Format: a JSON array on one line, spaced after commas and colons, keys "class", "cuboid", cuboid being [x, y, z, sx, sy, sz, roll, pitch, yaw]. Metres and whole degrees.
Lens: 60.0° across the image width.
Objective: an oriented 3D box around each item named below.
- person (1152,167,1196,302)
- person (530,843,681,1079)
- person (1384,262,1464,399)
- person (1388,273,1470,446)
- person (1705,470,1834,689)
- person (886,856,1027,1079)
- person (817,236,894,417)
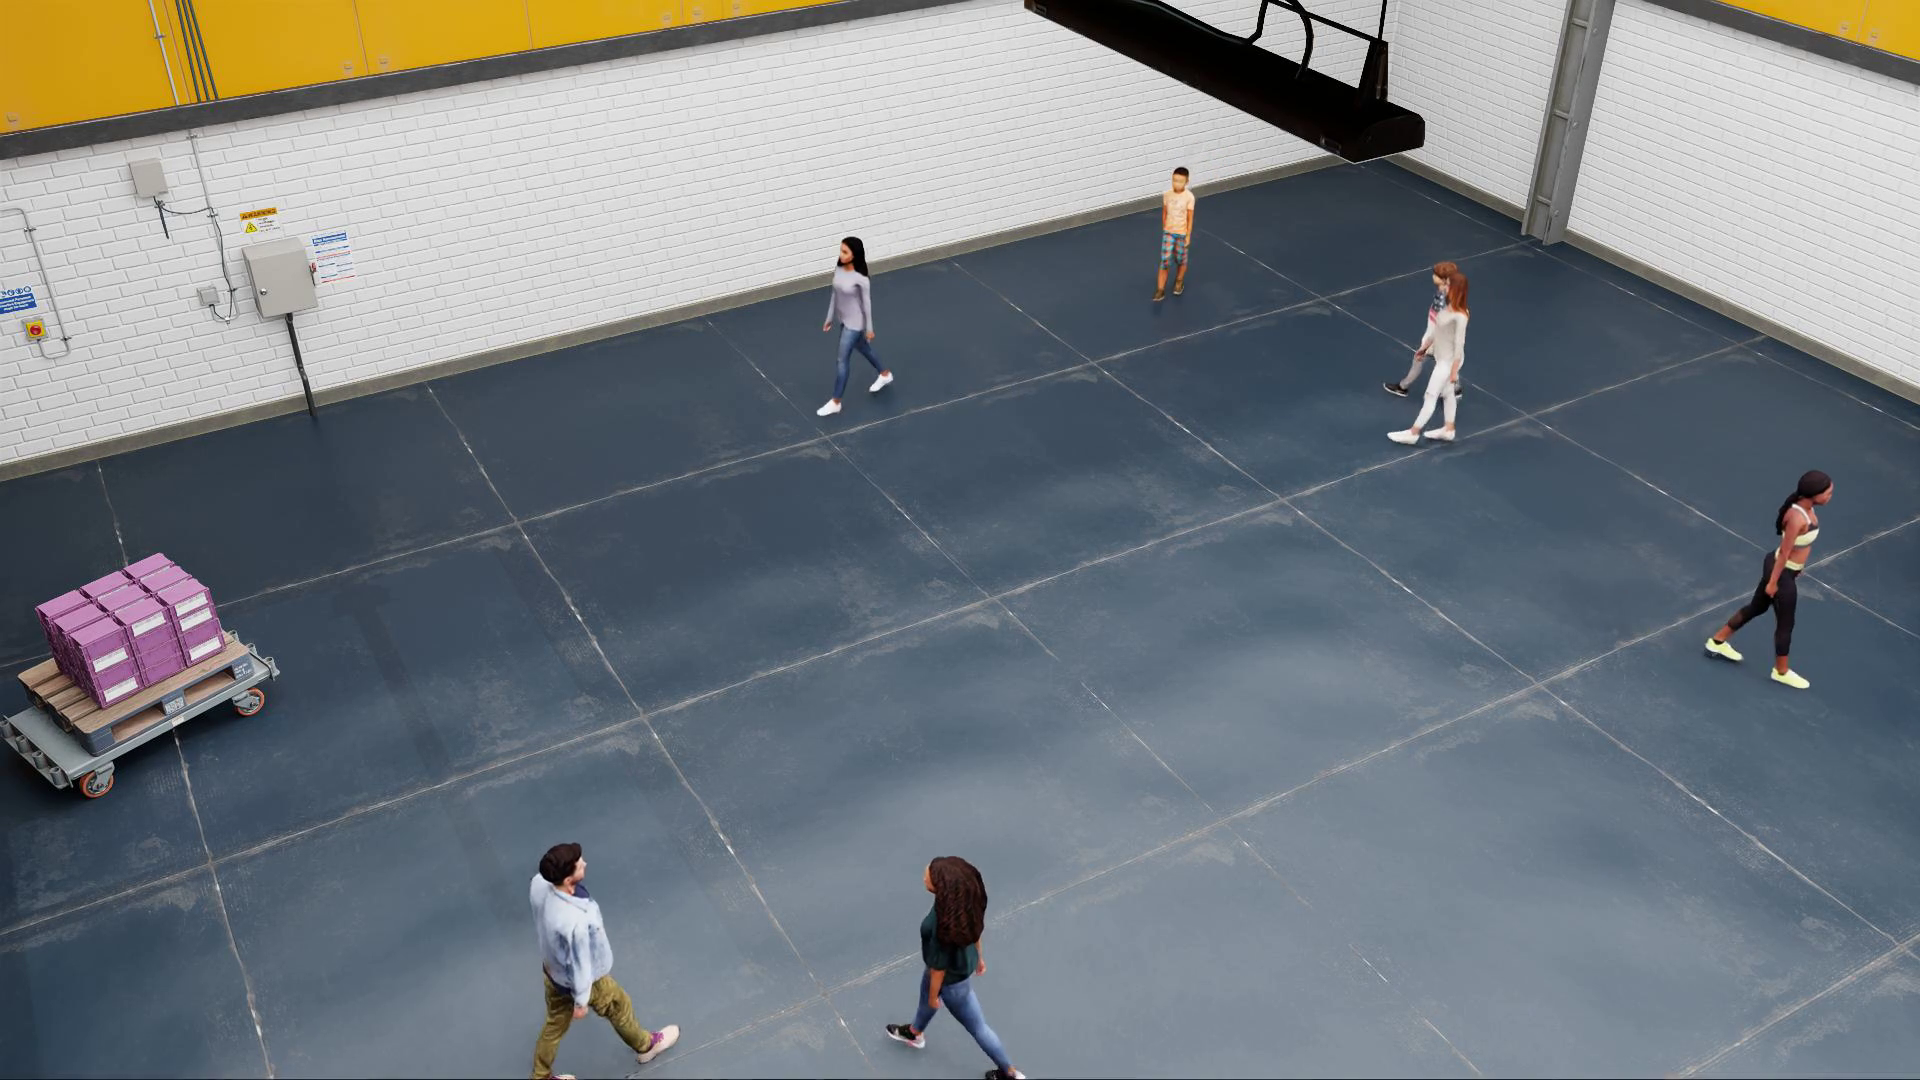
[{"class": "person", "cuboid": [2.347, -3.297, 17.760, 0.881, 1.436, 0.892, 13, 36, 18]}, {"class": "person", "cuboid": [-2.151, 2.363, 8.947, 0.874, 1.766, 1.134, -25, 41, -33]}, {"class": "person", "cuboid": [4.592, -1.946, 15.754, 1.018, 1.406, 0.915, 12, 35, 17]}, {"class": "person", "cuboid": [4.475, -1.627, 15.021, 0.939, 1.687, 0.923, 3, 34, 4]}, {"class": "person", "cuboid": [5.933, 0.230, 12.193, 1.070, 1.725, 0.885, 18, 38, 25]}, {"class": "person", "cuboid": [0.039, 2.399, 9.072, 1.180, 1.567, 1.020, 14, 36, 20]}, {"class": "person", "cuboid": [-0.940, -2.059, 15.670, 0.748, 1.688, 1.133, -22, 39, -29]}]
